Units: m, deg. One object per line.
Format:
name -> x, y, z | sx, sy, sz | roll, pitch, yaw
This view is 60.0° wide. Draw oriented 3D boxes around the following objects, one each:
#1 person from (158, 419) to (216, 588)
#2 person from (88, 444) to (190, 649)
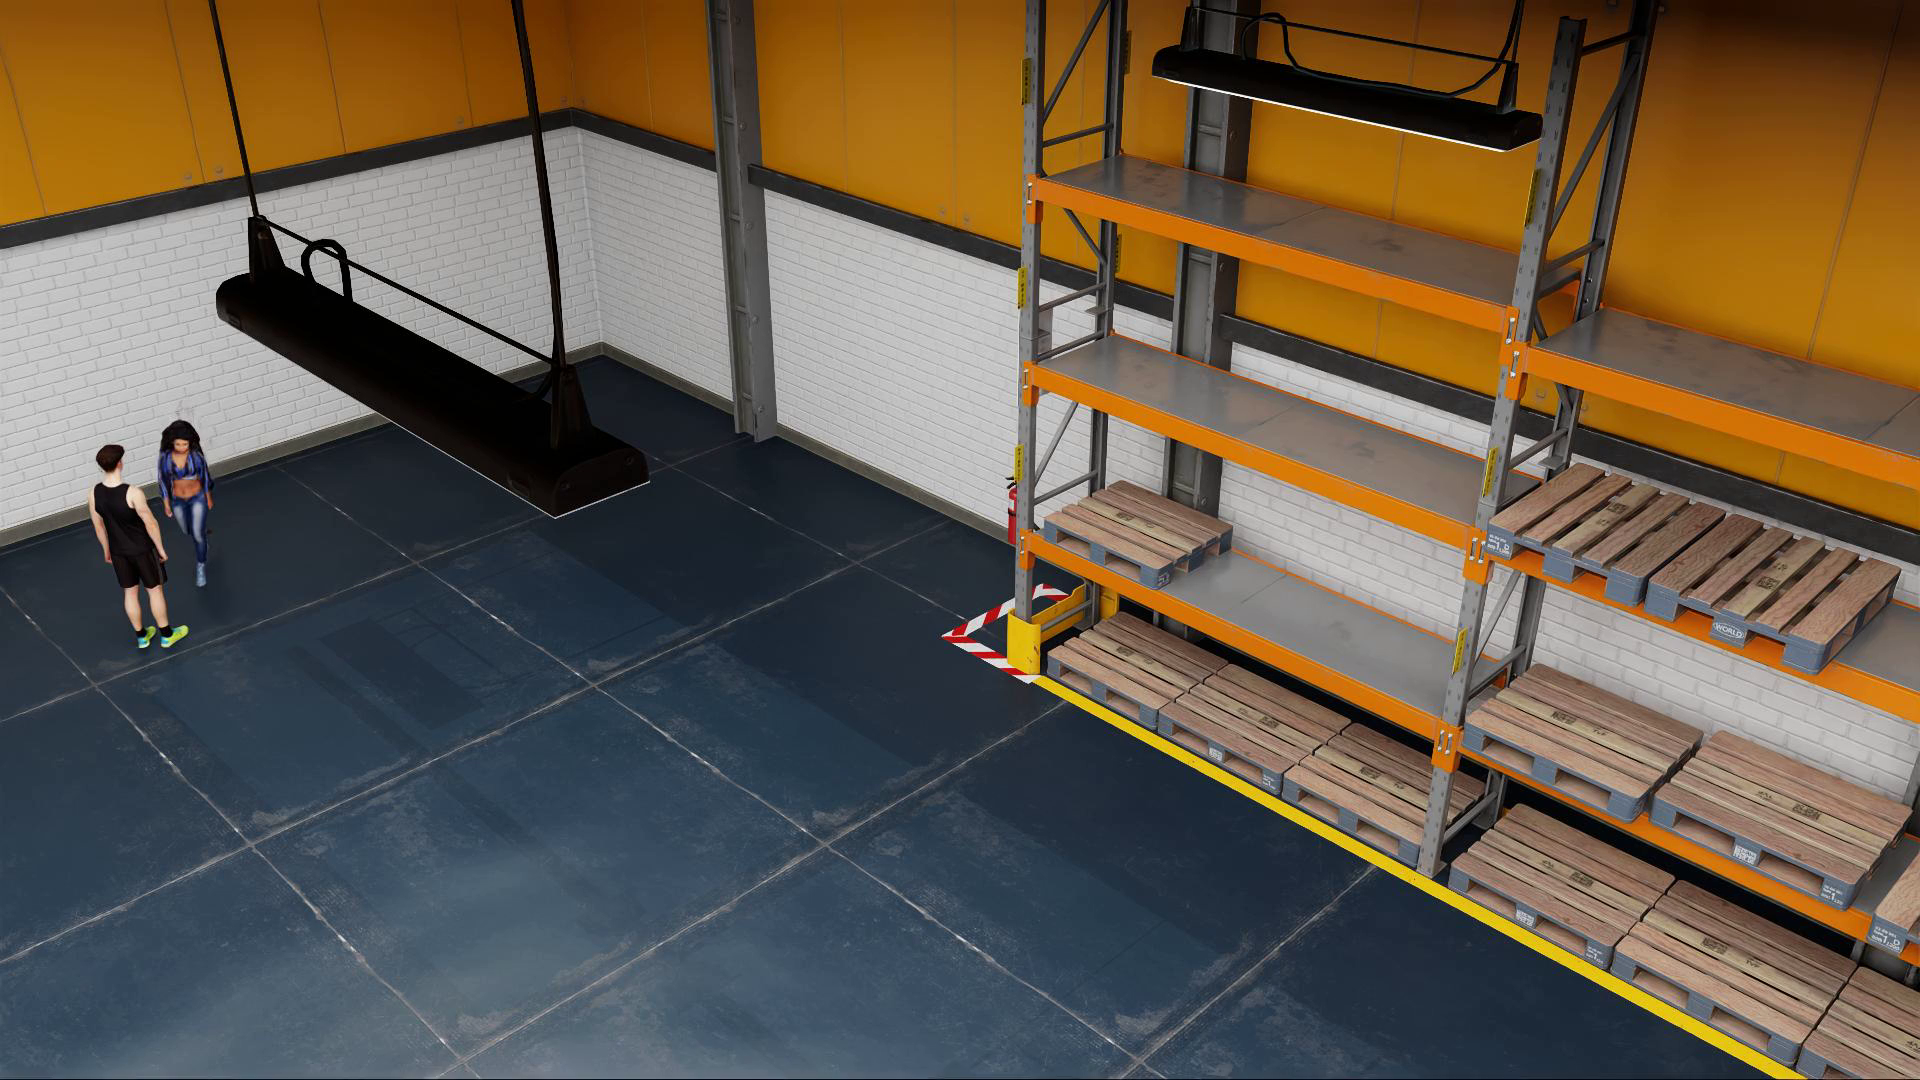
person -> -7.149, -0.390, 15.436 | 0.949, 1.603, 1.089 | -3, 29, -6
person -> -7.117, 0.069, 14.295 | 0.753, 1.891, 0.816 | 0, 29, 1
